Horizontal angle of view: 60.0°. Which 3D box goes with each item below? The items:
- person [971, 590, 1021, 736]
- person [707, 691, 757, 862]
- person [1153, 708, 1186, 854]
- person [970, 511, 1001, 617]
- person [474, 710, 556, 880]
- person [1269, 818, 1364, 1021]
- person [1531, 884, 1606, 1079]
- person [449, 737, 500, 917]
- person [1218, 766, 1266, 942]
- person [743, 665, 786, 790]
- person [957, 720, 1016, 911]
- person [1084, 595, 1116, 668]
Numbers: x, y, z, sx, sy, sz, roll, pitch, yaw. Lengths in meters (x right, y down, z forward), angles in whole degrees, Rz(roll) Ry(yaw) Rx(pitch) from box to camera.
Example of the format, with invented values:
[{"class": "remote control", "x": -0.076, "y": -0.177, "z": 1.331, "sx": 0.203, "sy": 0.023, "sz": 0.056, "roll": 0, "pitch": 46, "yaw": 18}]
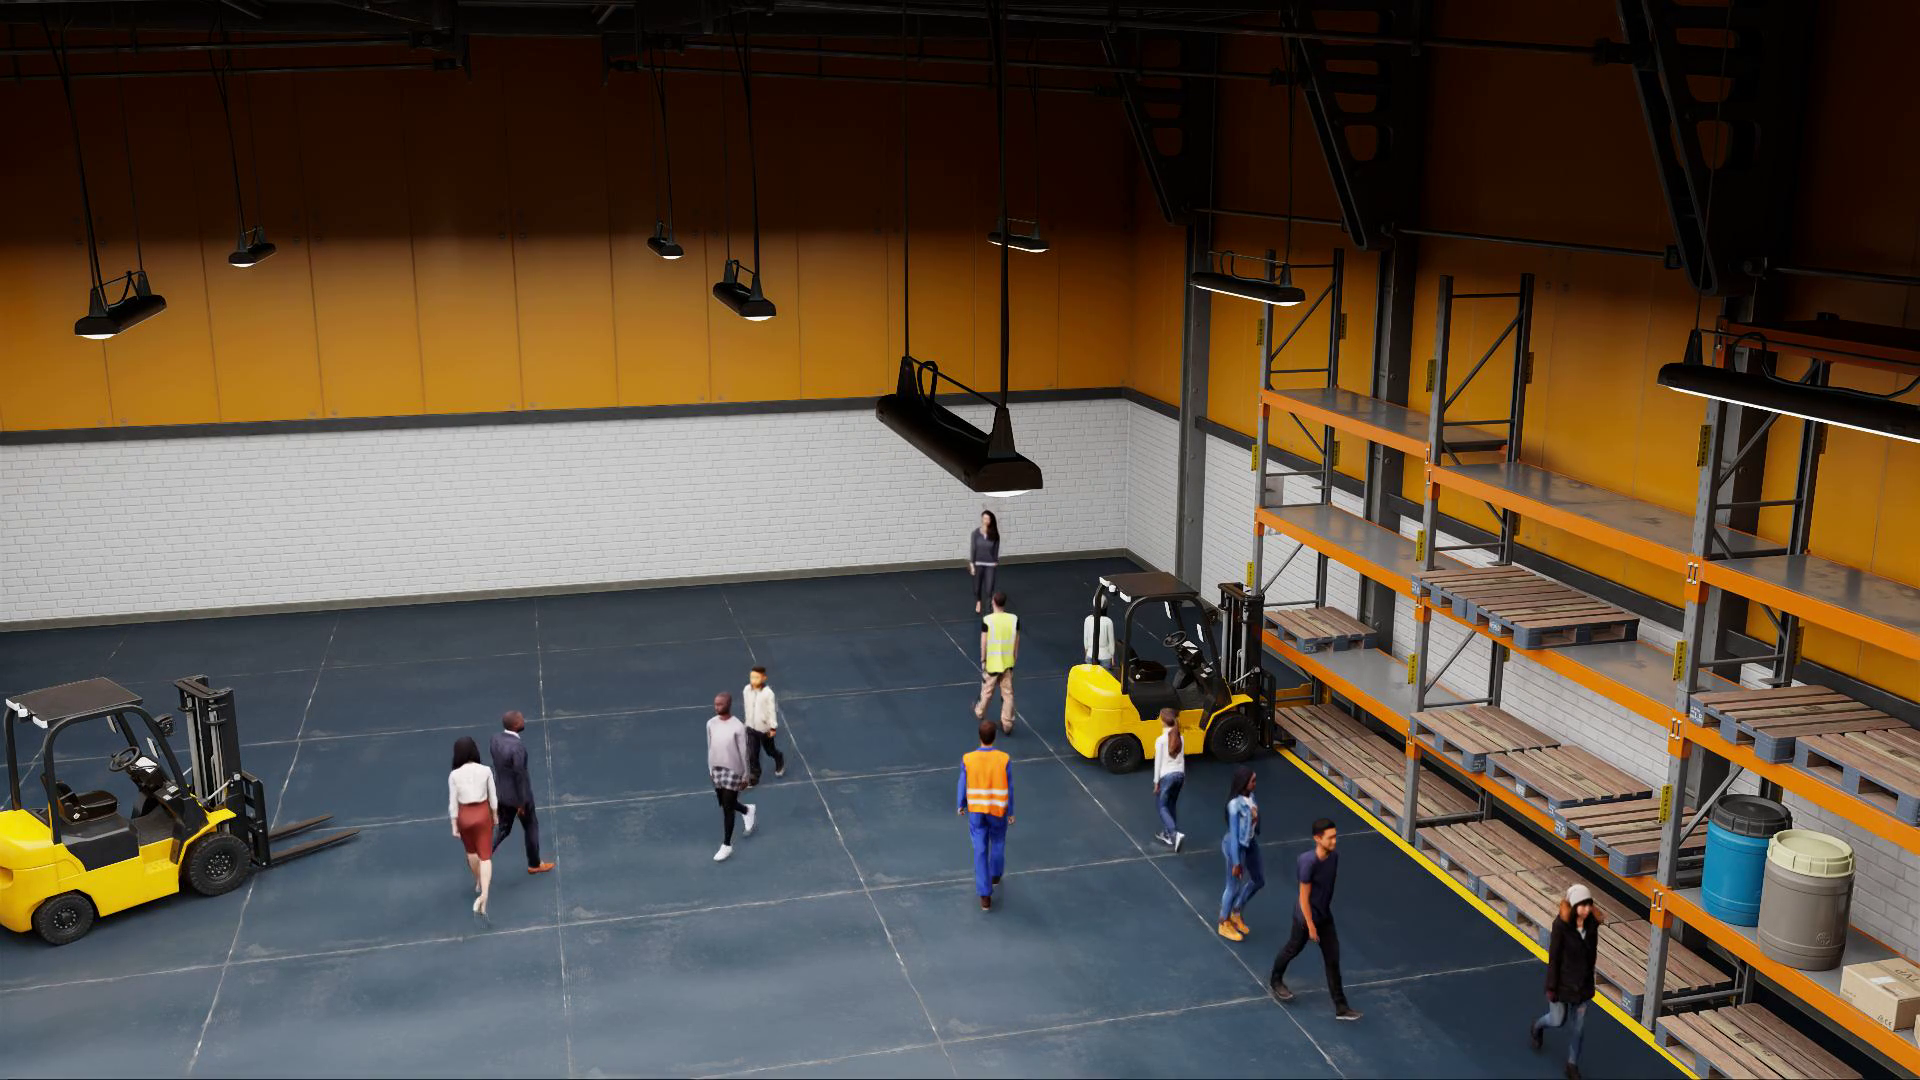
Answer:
[{"class": "person", "x": 0.514, "y": 1.565, "z": 20.812, "sx": 0.777, "sy": 1.804, "sz": 1.096, "roll": -5, "pitch": 15, "yaw": -20}, {"class": "person", "x": -2.384, "y": 2.413, "z": 17.423, "sx": 1.054, "sy": 1.750, "sz": 1.162, "roll": 6, "pitch": 15, "yaw": 24}, {"class": "person", "x": 2.227, "y": 2.538, "z": 17.373, "sx": 0.663, "sy": 1.532, "sz": 0.955, "roll": -6, "pitch": 15, "yaw": -22}, {"class": "person", "x": 0.367, "y": 0.398, "z": 25.758, "sx": 0.834, "sy": 1.745, "sz": 1.135, "roll": 1, "pitch": 14, "yaw": 3}, {"class": "person", "x": -4.530, "y": 2.588, "z": 16.615, "sx": 1.143, "sy": 1.791, "sz": 1.124, "roll": 12, "pitch": 18, "yaw": 40}, {"class": "person", "x": 2.937, "y": 3.199, "z": 14.203, "sx": 0.947, "sy": 1.738, "sz": 1.262, "roll": -10, "pitch": 17, "yaw": -36}, {"class": "person", "x": 4.822, "y": 3.490, "z": 13.248, "sx": 0.658, "sy": 1.622, "sz": 0.896, "roll": -3, "pitch": 14, "yaw": -12}, {"class": "person", "x": -4.657, "y": 2.785, "z": 15.977, "sx": 0.705, "sy": 1.709, "sz": 1.124, "roll": -5, "pitch": 14, "yaw": -19}, {"class": "person", "x": 2.525, "y": 2.901, "z": 15.517, "sx": 0.822, "sy": 1.700, "sz": 0.768, "roll": 9, "pitch": 16, "yaw": 33}, {"class": "person", "x": -2.275, "y": 2.131, "z": 19.261, "sx": 0.893, "sy": 1.433, "sz": 0.994, "roll": 6, "pitch": 15, "yaw": 22}, {"class": "person", "x": 0.260, "y": 2.686, "z": 16.115, "sx": 0.918, "sy": 1.835, "sz": 1.135, "roll": 1, "pitch": 14, "yaw": 3}, {"class": "person", "x": 1.804, "y": 1.490, "z": 21.459, "sx": 0.638, "sy": 1.645, "sz": 0.689, "roll": 7, "pitch": 15, "yaw": 26}]
